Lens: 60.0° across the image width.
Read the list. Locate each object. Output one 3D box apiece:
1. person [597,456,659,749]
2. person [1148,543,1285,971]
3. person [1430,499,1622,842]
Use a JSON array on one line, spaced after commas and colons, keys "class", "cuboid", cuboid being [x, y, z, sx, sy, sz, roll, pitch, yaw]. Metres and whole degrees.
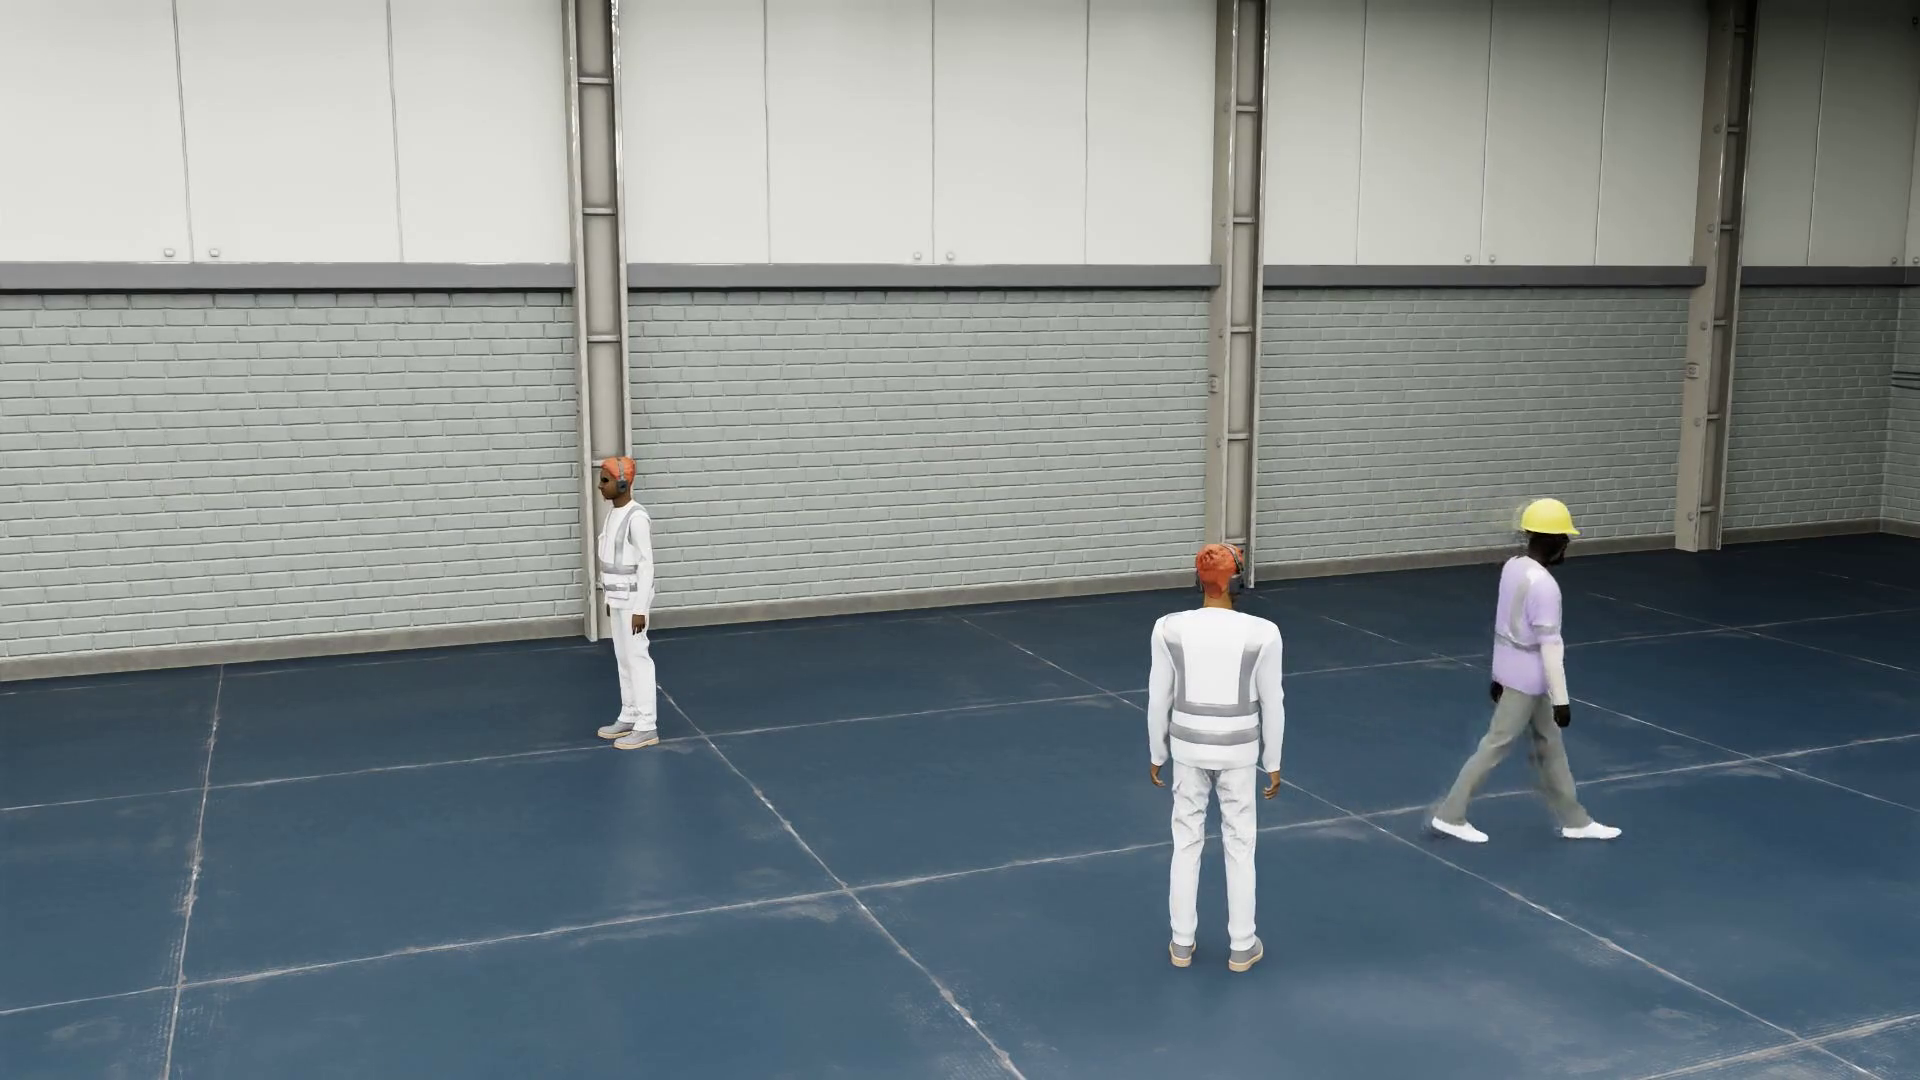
[{"class": "person", "cuboid": [-2.145, 0.398, 10.709, 0.337, 1.882, 0.585, -5, 10, -30]}, {"class": "person", "cuboid": [1.116, 0.946, 7.268, 0.585, 1.882, 0.340, 2, 9, 15]}, {"class": "person", "cuboid": [3.012, 0.711, 8.803, 1.020, 1.876, 0.600, 1, 9, 5]}]
